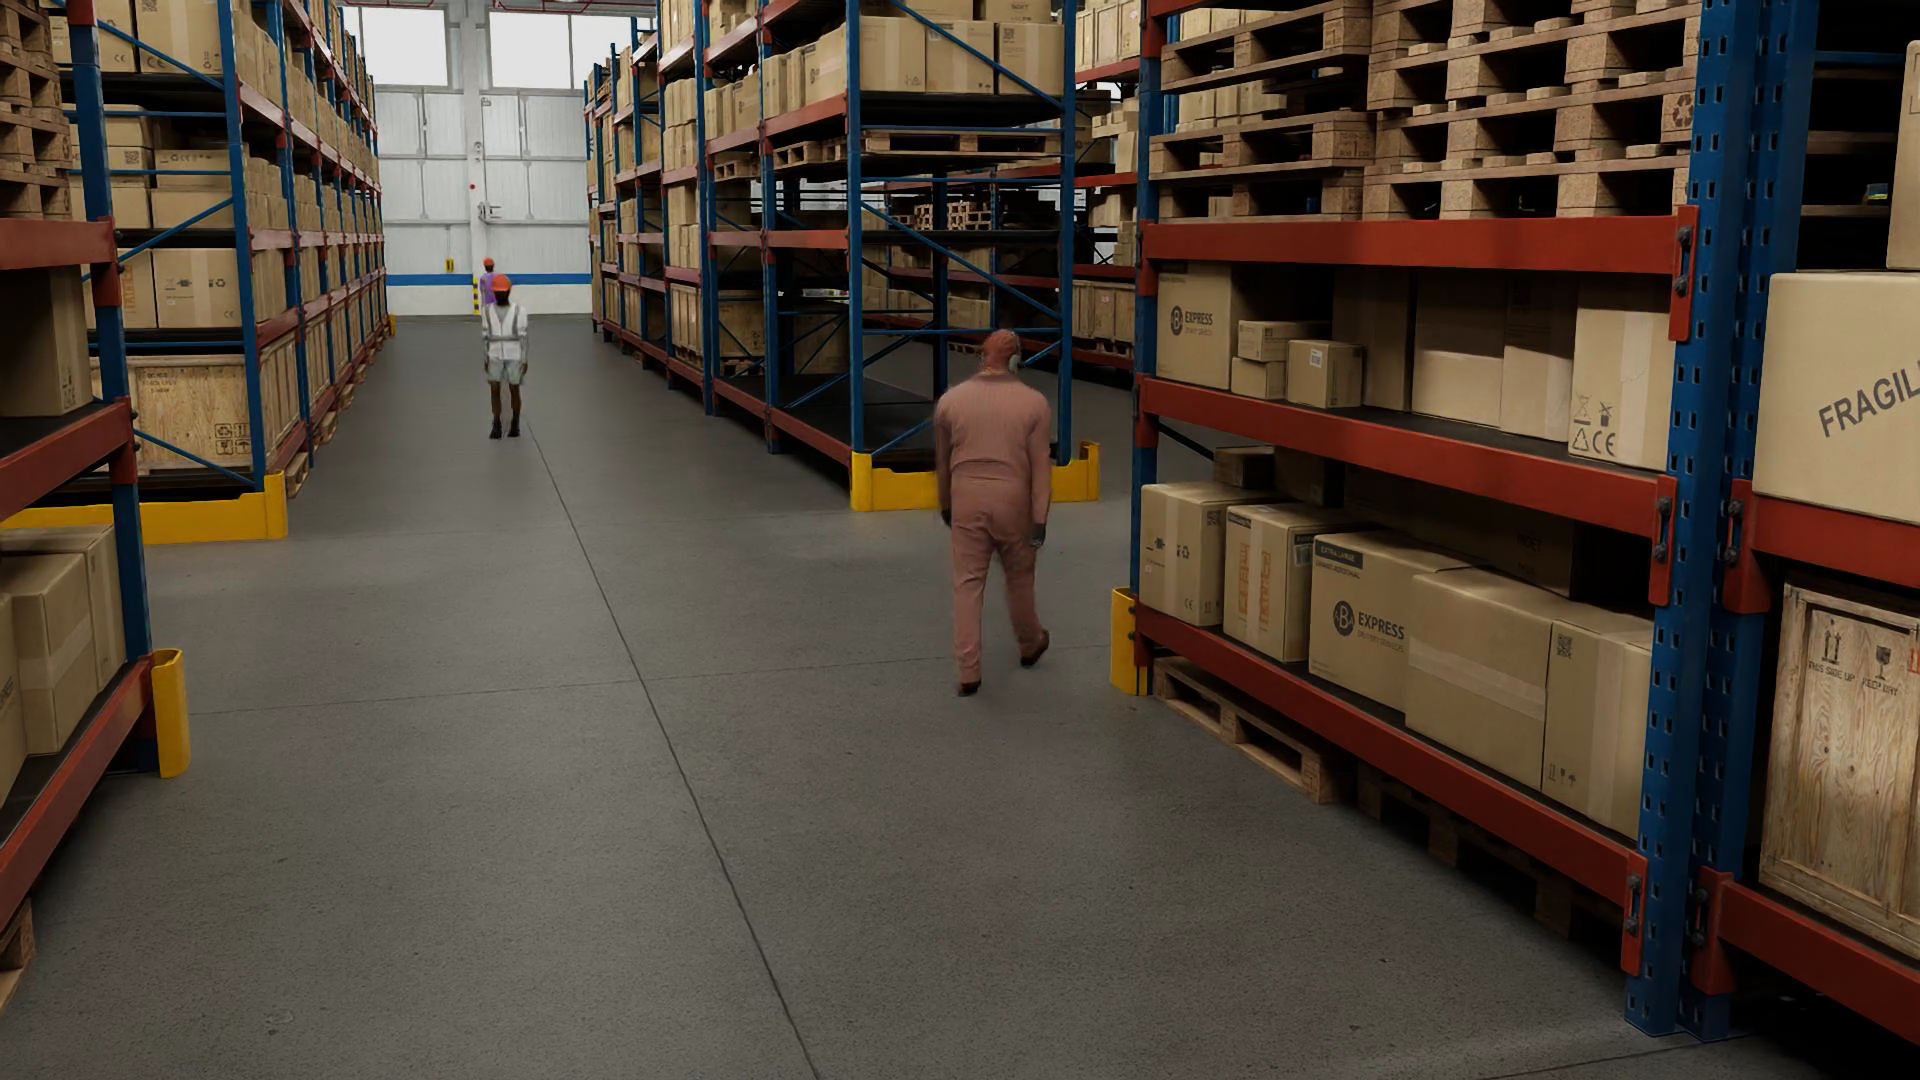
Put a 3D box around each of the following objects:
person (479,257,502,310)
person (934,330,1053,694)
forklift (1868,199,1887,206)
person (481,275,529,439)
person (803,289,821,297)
[{"bbox_3d":[-9.930,-5.046,35.364,0.561,1.922,0.537,-7,12,-32],"label":"person"},{"bbox_3d":[0.194,-0.173,8.807,0.666,1.854,0.963,3,11,14],"label":"person"},{"bbox_3d":[11.338,-2.915,21.052,1.129,2.768,1.873,-3,11,-17],"label":"forklift"},{"bbox_3d":[-5.297,-2.114,19.334,0.564,1.897,0.845,0,10,-3],"label":"person"},{"bbox_3d":[-3.614,-5.903,40.569,0.501,1.726,0.531,1,10,6],"label":"person"}]
